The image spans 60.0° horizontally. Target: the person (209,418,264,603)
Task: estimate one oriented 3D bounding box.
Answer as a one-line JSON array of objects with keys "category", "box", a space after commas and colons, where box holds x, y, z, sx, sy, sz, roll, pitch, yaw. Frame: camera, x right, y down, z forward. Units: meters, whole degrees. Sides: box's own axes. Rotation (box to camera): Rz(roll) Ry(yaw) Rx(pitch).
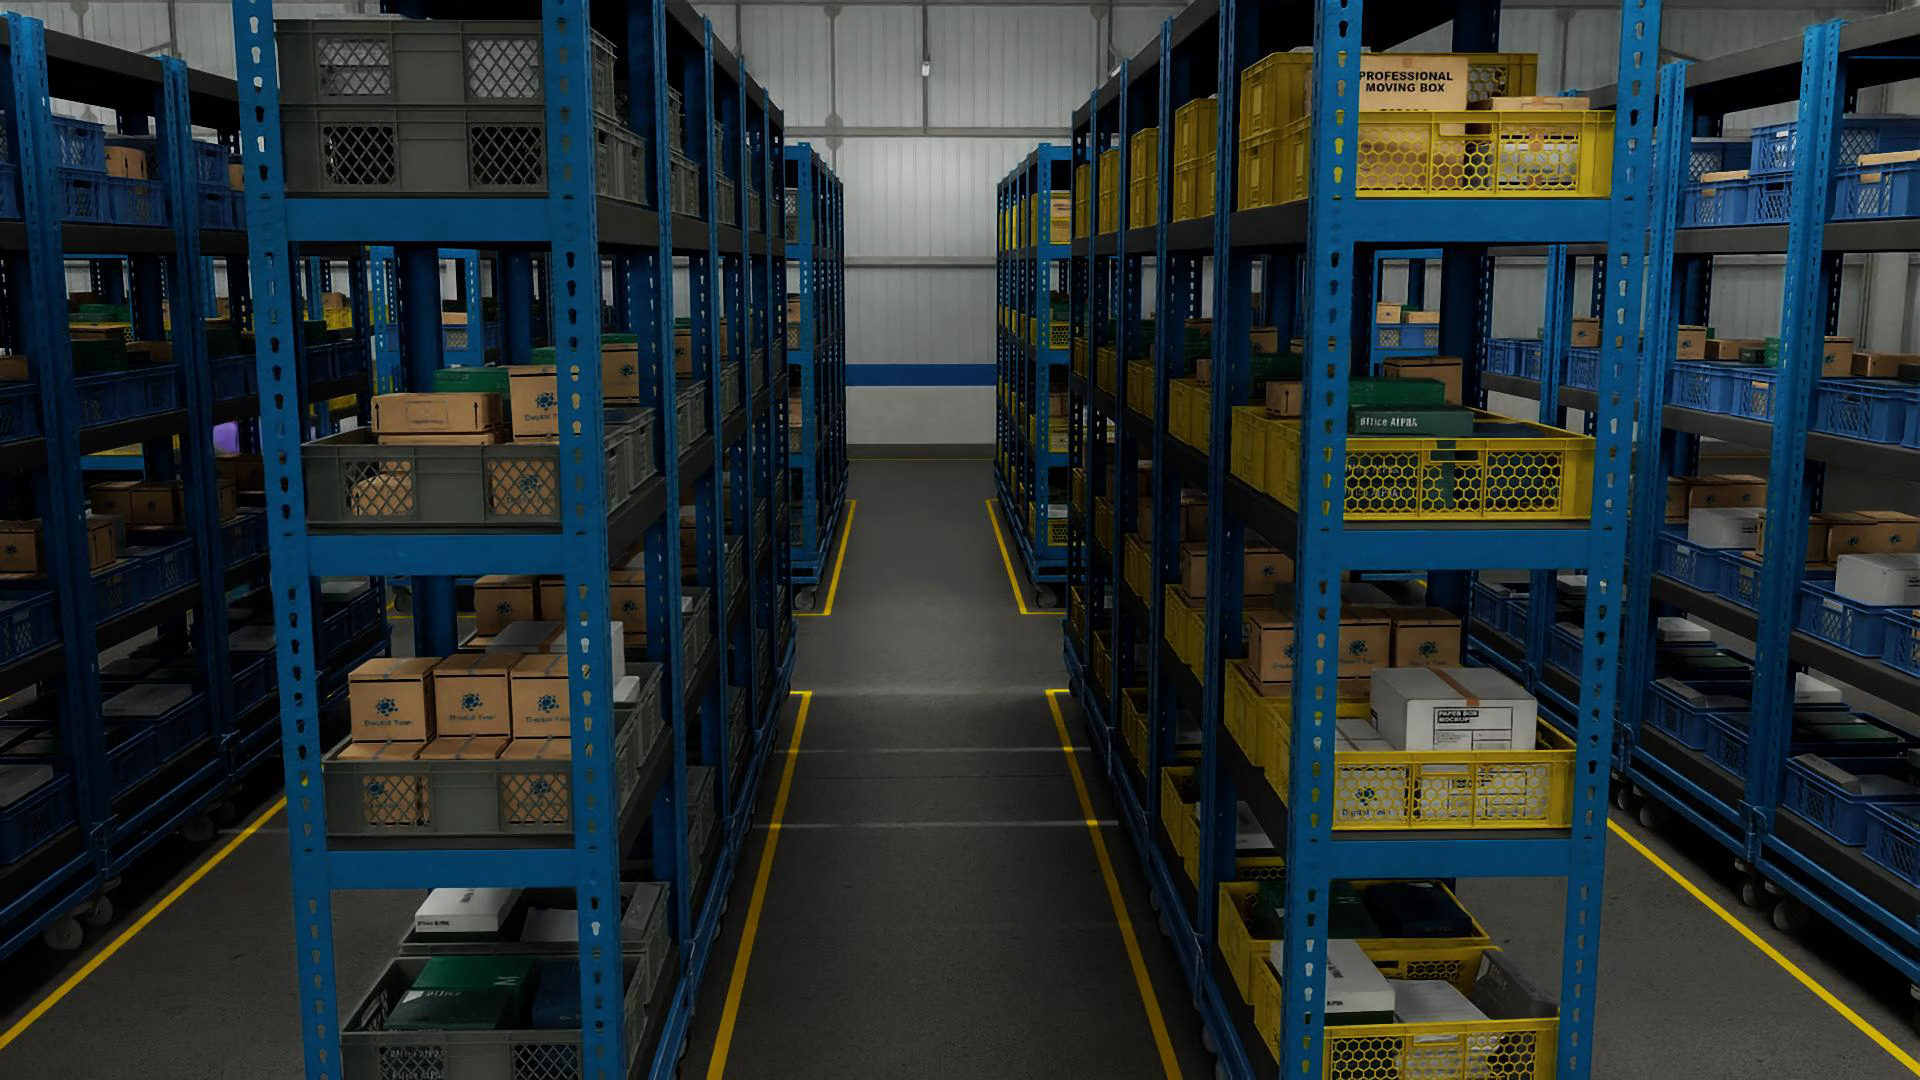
[{"category": "person", "box": [-5.452, -0.273, 12.481, 0.433, 1.830, 0.583, 3, 10, 16]}]
